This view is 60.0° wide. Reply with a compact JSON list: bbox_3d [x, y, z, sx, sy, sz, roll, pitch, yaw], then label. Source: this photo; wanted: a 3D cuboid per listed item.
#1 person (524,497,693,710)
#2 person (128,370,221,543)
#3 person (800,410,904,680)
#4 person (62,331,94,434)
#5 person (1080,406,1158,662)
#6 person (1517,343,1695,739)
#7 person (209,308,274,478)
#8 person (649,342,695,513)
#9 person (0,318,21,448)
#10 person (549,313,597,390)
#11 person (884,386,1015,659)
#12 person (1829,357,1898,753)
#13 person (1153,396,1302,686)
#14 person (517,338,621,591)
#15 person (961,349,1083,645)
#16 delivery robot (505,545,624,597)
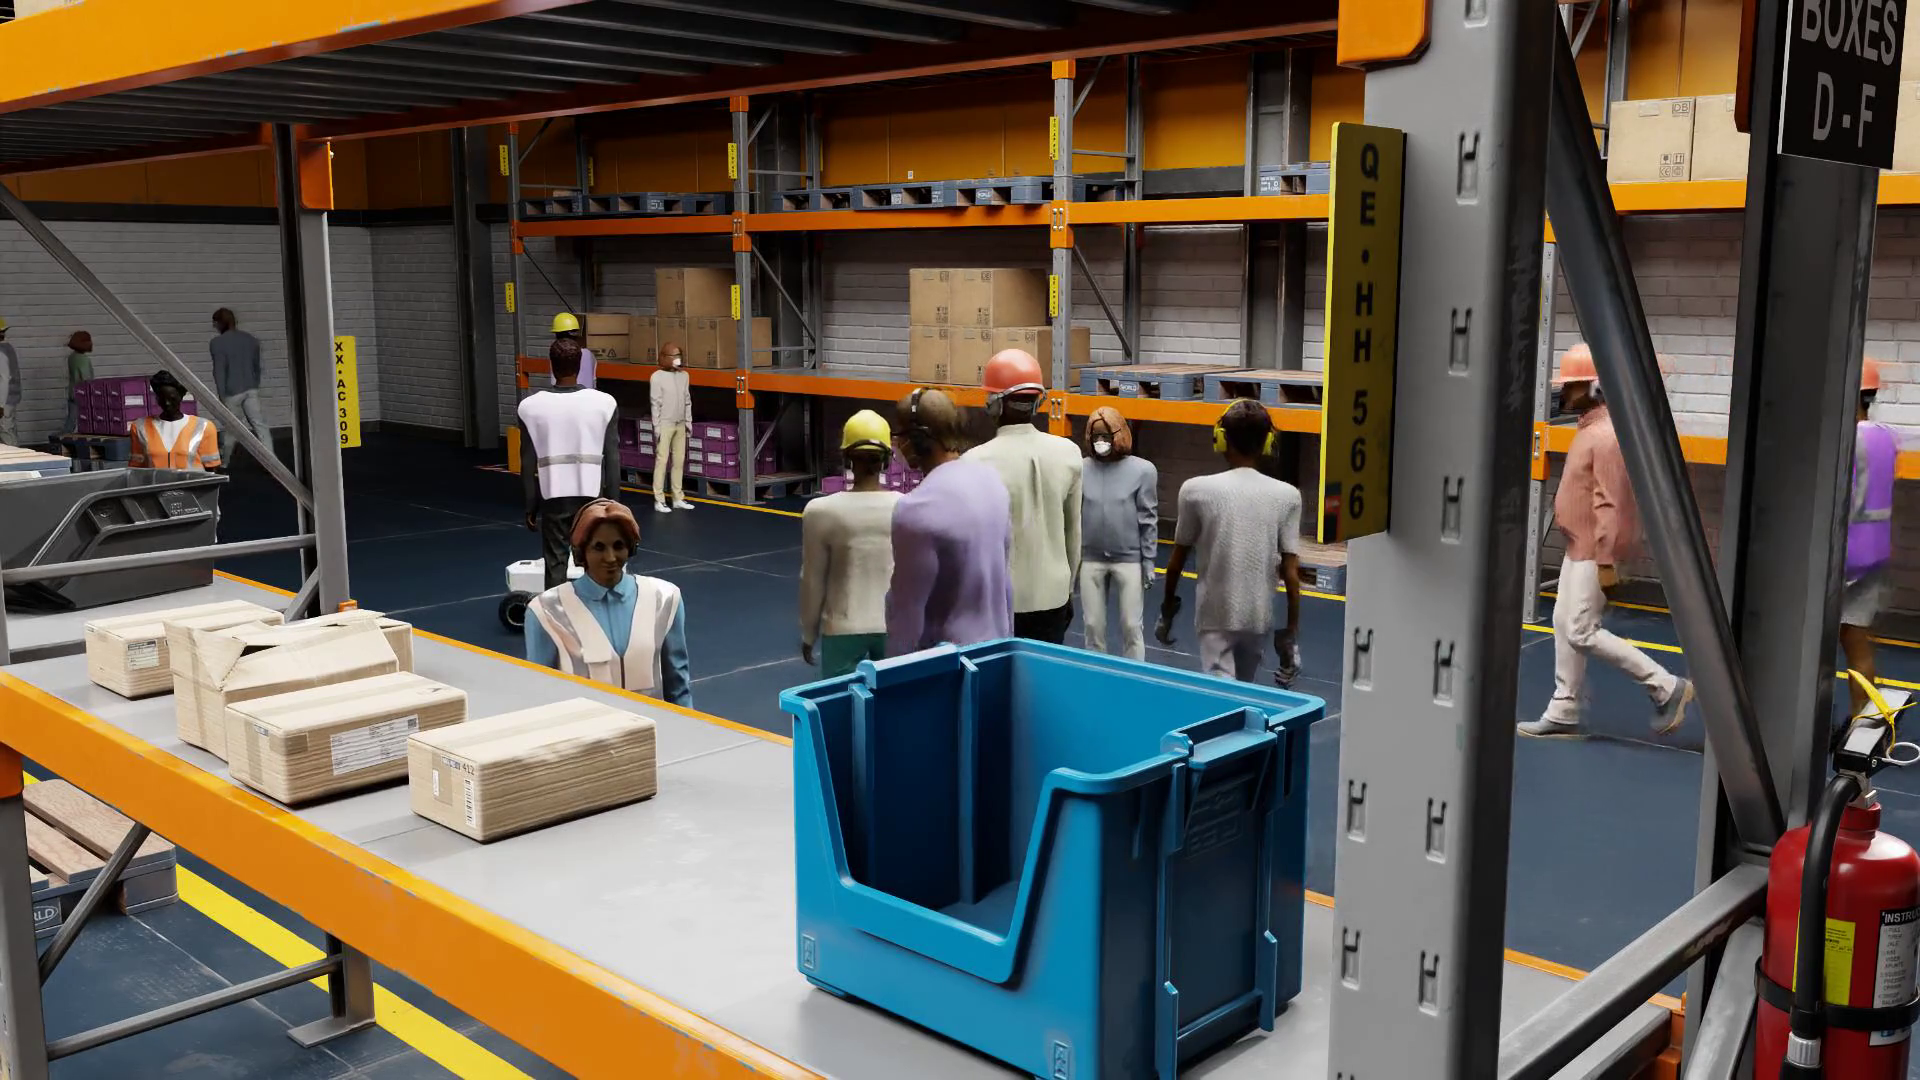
[{"bbox_3d":[-1.065,0.681,5.087,0.519,1.634,0.311,-5,11,-29],"label":"person"},{"bbox_3d":[-4.912,-0.222,10.429,0.534,1.695,0.319,-3,10,-15],"label":"person"},{"bbox_3d":[-0.370,0.366,6.623,0.524,1.767,0.330,-3,10,-15],"label":"person"},{"bbox_3d":[-10.260,-1.657,19.542,0.517,1.584,0.852,7,12,37],"label":"person"},{"bbox_3d":[0.763,0.124,8.531,0.510,1.622,0.295,3,10,19],"label":"person"},{"bbox_3d":[3.129,0.039,8.000,0.713,1.972,0.625,2,9,13],"label":"person"},{"bbox_3d":[-8.020,-1.617,18.417,1.003,1.879,0.670,6,11,31],"label":"person"},{"bbox_3d":[-2.753,-1.076,15.891,0.283,1.626,0.502,7,11,35],"label":"person"},{"bbox_3d":[-10.278,-1.495,17.816,0.404,1.830,0.600,-4,10,-23],"label":"person"},{"bbox_3d":[-3.566,-1.121,15.272,0.401,1.919,0.588,4,10,24],"label":"person"},{"bbox_3d":[-0.071,0.422,5.804,0.569,1.911,0.649,5,10,28],"label":"person"},{"bbox_3d":[4.141,0.077,7.898,0.580,1.916,0.568,-6,11,-34],"label":"person"},{"bbox_3d":[1.094,0.348,6.586,0.502,1.823,0.992,-2,9,-10],"label":"person"},{"bbox_3d":[-2.315,-0.241,9.914,0.581,1.911,0.392,-2,9,-11],"label":"person"},{"bbox_3d":[0.227,0.226,6.761,0.609,1.996,0.383,-6,11,-33],"label":"person"},{"bbox_3d":[-2.535,0.257,10.695,0.707,0.478,0.477,1,9,5],"label":"delivery robot"}]
